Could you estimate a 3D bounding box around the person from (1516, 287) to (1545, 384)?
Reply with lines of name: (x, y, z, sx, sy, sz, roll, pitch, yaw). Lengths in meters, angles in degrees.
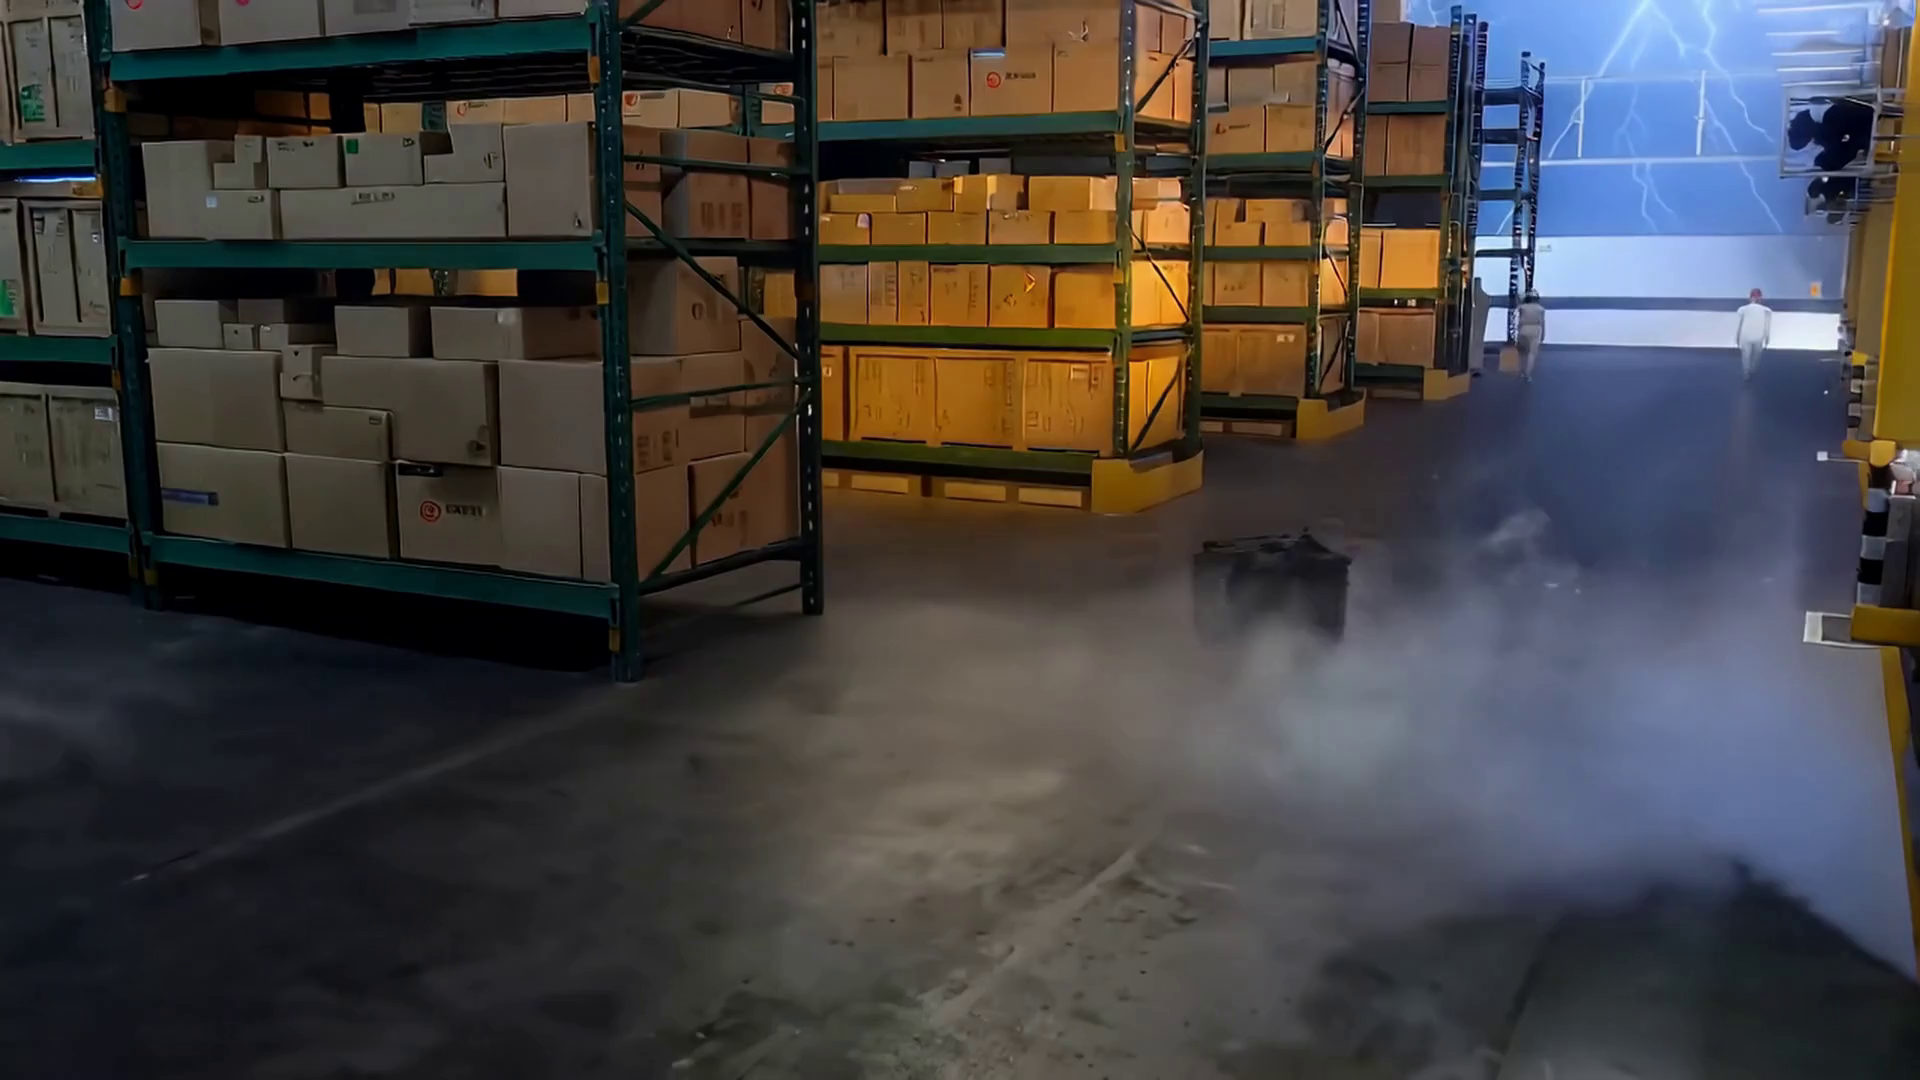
person: (10.221, -3.671, 29.861, 0.485, 1.719, 0.790, 5, 11, 26)

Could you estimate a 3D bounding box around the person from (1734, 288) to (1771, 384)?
person: (14.115, -3.630, 29.641, 0.573, 1.716, 0.875, 5, 11, 26)

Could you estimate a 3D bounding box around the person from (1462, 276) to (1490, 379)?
person: (9.518, -3.937, 30.855, 0.651, 1.907, 0.409, -8, 12, -38)

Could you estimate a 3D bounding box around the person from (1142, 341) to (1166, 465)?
person: (1.966, -1.730, 18.046, 0.637, 1.918, 0.565, 7, 12, 36)
